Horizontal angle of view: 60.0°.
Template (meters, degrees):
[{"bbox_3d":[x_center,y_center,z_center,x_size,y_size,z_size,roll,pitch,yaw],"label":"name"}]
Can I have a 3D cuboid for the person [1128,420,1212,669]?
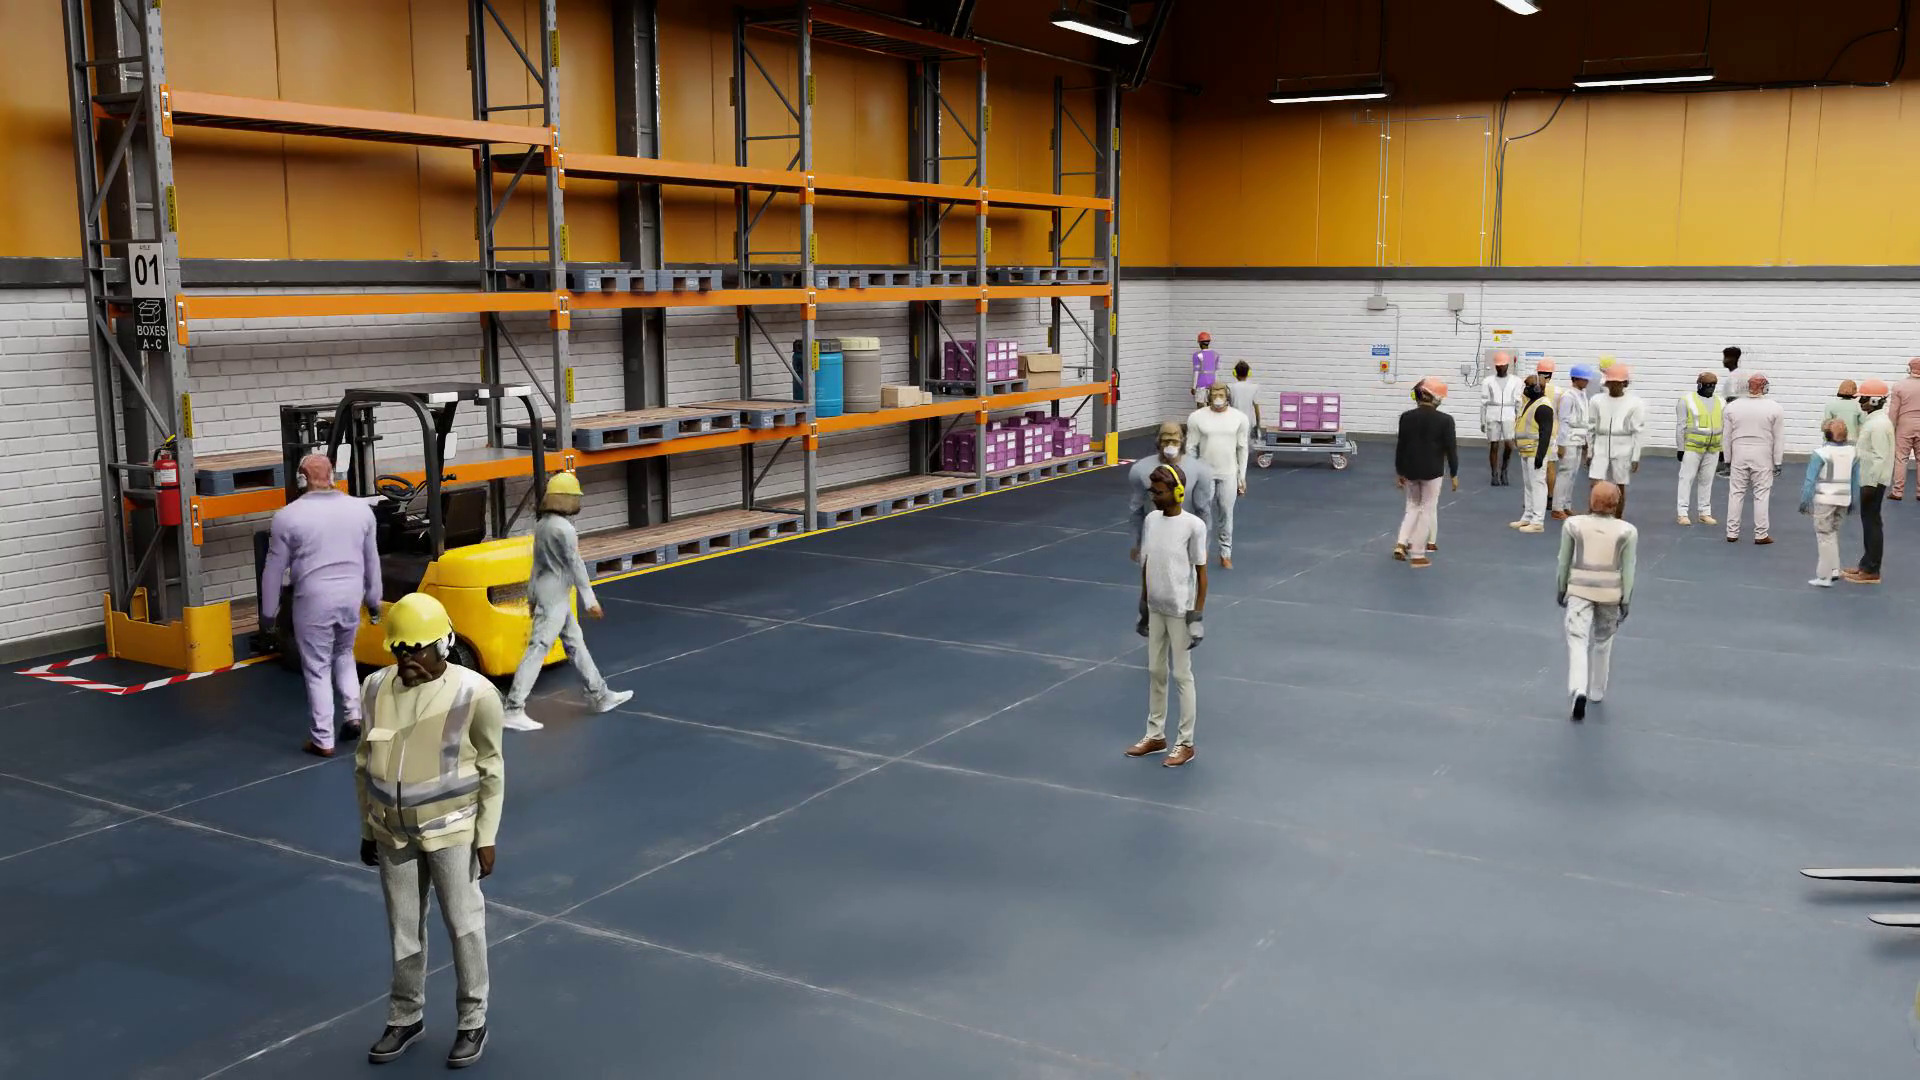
[{"bbox_3d":[1.618,0.011,12.838,0.638,1.917,0.815,2,9,10],"label":"person"}]

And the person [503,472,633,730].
[{"bbox_3d":[-2.653,0.400,11.082,0.957,1.678,0.522,-5,11,-31],"label":"person"}]

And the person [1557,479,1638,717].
[{"bbox_3d":[4.353,0.389,11.397,0.501,1.605,0.805,3,10,18],"label":"person"}]

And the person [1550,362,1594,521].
[{"bbox_3d":[7.478,-1.195,20.268,0.417,1.939,0.630,7,12,38],"label":"person"}]

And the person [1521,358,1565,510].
[{"bbox_3d":[7.419,-1.346,21.192,0.542,1.939,0.364,3,10,18],"label":"person"}]

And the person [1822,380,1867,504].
[{"bbox_3d":[11.523,-1.274,21.695,0.501,1.633,0.282,5,10,29],"label":"person"}]

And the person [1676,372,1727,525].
[{"bbox_3d":[8.885,-1.093,19.927,0.626,1.842,0.429,-1,9,-6],"label":"person"}]

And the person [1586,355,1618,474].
[{"bbox_3d":[9.636,-1.893,25.094,0.464,1.788,0.645,-2,9,-13],"label":"person"}]

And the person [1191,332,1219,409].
[{"bbox_3d":[4.512,-2.876,30.745,0.544,1.938,0.355,-4,10,-25],"label":"person"}]

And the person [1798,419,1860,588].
[{"bbox_3d":[8.320,-0.355,15.976,0.528,1.626,0.427,-2,9,-14],"label":"person"}]

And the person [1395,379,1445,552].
[{"bbox_3d":[4.982,-0.799,17.990,0.518,1.874,0.329,2,9,9],"label":"person"}]

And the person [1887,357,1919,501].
[{"bbox_3d":[12.631,-1.465,22.058,0.638,1.902,0.407,2,9,13],"label":"person"}]

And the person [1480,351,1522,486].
[{"bbox_3d":[7.638,-1.703,23.494,0.573,1.911,0.549,2,9,14],"label":"person"}]

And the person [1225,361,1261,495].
[{"bbox_3d":[3.847,-1.547,22.852,0.538,1.818,1.016,0,9,-2],"label":"person"}]

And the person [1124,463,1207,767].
[{"bbox_3d":[1.282,0.455,10.194,0.332,1.865,0.520,-7,12,-38],"label":"person"}]

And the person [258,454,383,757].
[{"bbox_3d":[-3.988,0.408,10.429,0.450,1.879,0.714,8,12,41],"label":"person"}]

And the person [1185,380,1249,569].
[{"bbox_3d":[2.606,-0.662,16.924,0.635,1.937,0.352,1,9,5],"label":"person"}]

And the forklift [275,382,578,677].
[{"bbox_3d":[-3.974,-0.067,12.417,2.313,2.155,1.214,5,11,30],"label":"forklift"}]

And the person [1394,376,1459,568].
[{"bbox_3d":[4.763,-0.685,16.984,0.428,1.968,0.619,-8,12,-42],"label":"person"}]

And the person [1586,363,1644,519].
[{"bbox_3d":[7.229,-0.950,18.484,0.626,2.006,0.892,7,11,36],"label":"person"}]

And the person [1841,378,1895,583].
[{"bbox_3d":[8.862,-0.575,16.216,0.401,1.991,0.626,5,10,27],"label":"person"}]

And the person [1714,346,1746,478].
[{"bbox_3d":[11.234,-1.872,24.437,0.616,1.945,0.641,4,10,22],"label":"person"}]

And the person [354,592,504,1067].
[{"bbox_3d":[-2.028,1.093,6.325,0.586,1.827,0.404,1,9,9],"label":"person"}]

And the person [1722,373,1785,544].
[{"bbox_3d":[8.840,-0.904,18.536,0.641,1.908,0.408,7,12,39],"label":"person"}]

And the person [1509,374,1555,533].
[{"bbox_3d":[6.679,-1.007,19.384,0.430,1.845,0.624,1,9,4],"label":"person"}]
